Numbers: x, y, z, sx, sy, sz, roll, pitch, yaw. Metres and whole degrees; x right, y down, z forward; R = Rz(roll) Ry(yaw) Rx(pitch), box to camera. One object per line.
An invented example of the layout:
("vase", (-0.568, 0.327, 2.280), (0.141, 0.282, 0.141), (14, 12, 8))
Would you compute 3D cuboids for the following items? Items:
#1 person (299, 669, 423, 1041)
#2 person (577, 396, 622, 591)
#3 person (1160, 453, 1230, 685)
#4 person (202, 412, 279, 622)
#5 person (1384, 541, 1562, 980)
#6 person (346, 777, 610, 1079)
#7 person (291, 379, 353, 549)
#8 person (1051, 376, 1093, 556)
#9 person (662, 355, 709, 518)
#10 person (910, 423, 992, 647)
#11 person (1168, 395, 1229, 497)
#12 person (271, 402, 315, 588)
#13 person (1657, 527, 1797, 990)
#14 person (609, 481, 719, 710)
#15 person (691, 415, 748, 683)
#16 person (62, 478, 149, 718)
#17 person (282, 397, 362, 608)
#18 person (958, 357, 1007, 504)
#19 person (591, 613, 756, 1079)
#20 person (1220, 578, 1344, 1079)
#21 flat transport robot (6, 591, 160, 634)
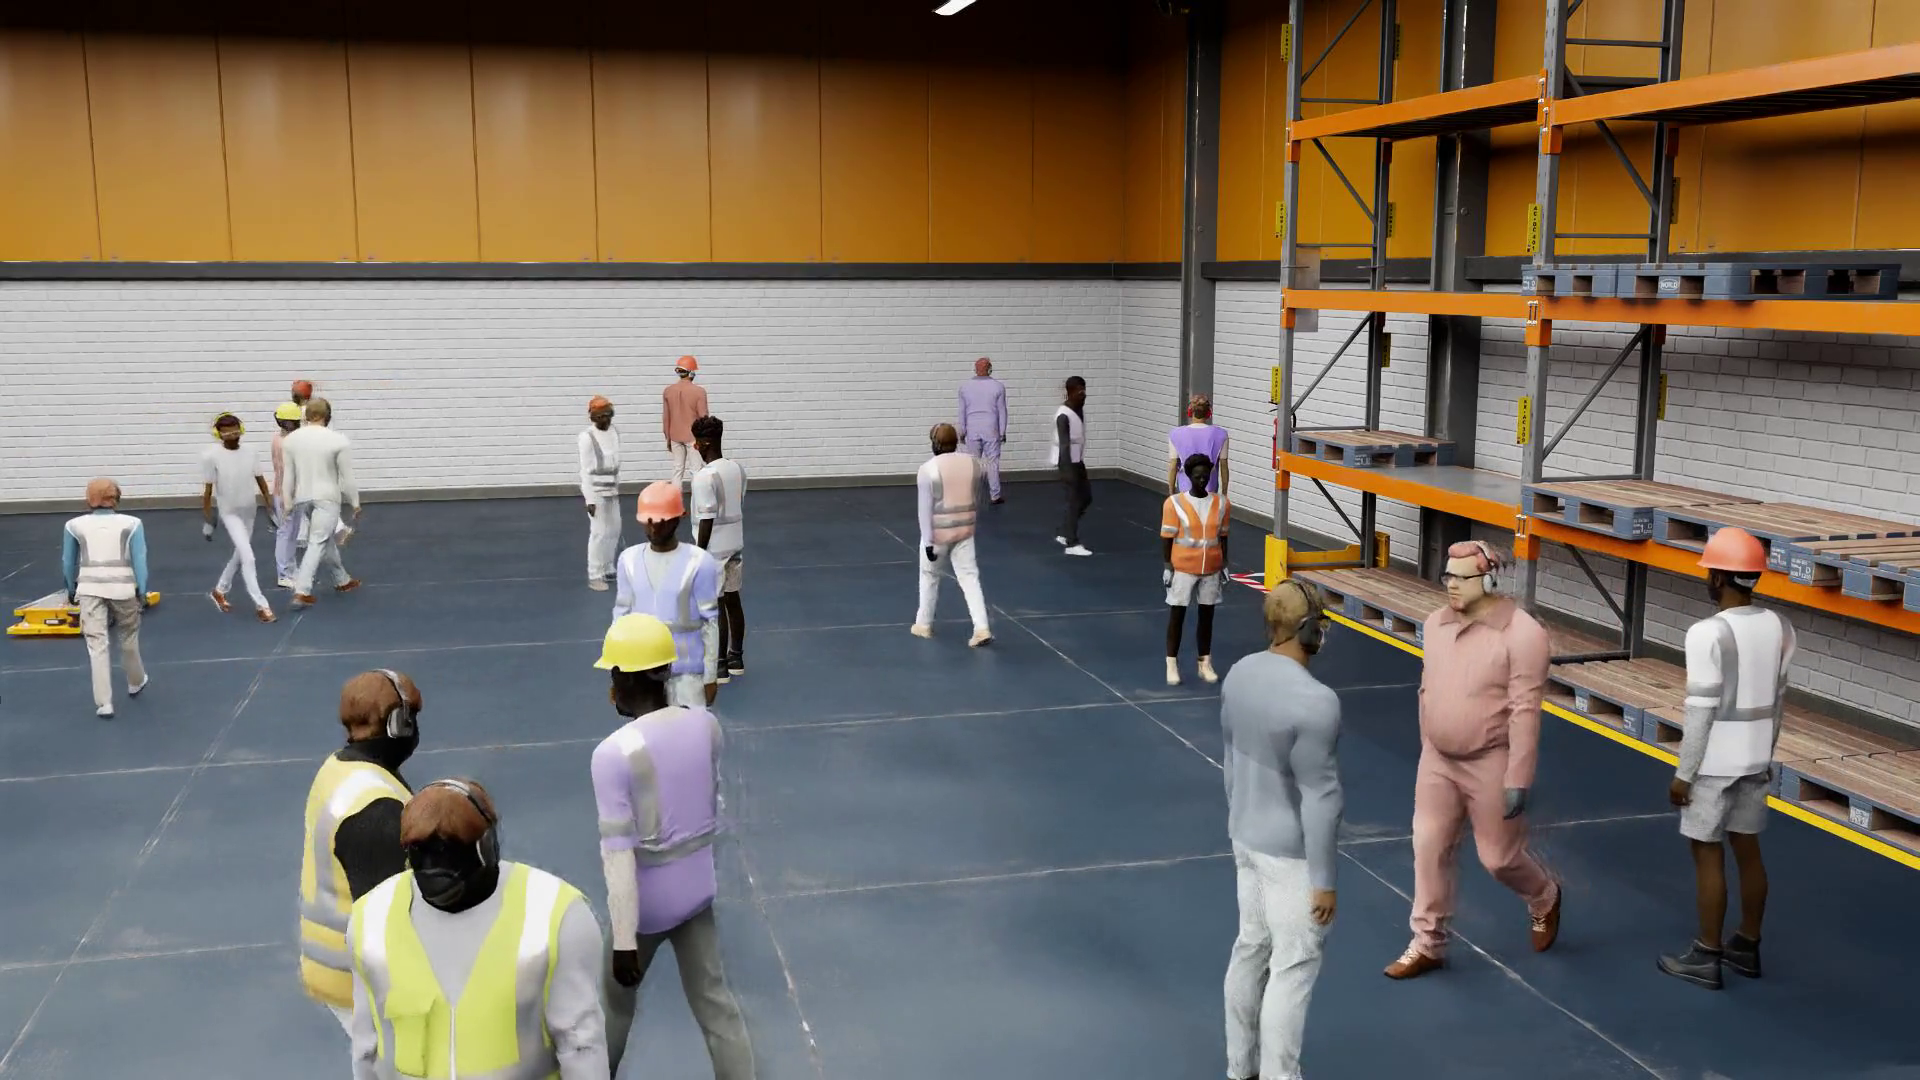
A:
("person", (-1.729, 1.298, 4.981), (0.448, 1.808, 0.680), (-4, 10, -24))
("person", (-3.384, -0.443, 15.665), (0.439, 1.854, 0.643), (4, 10, 24))
("person", (1.714, 0.210, 12.082), (0.540, 1.695, 0.317), (-2, 9, -14))
("person", (-6.278, -0.222, 14.419), (0.951, 1.813, 0.555), (6, 11, 35))
("person", (2.232, 0.924, 7.071), (0.820, 1.880, 0.657), (-6, 11, -35))
("person", (-1.152, 1.459, 3.952), (0.642, 1.791, 0.942), (-1, 9, -4))
("person", (-6.984, -0.808, 17.962), (0.860, 1.857, 0.584), (2, 9, 11))
("person", (1.208, -0.792, 17.671), (0.463, 1.907, 0.658), (4, 10, 22))
("person", (-3.310, -1.241, 20.209), (0.612, 1.995, 0.392), (4, 10, 21))
("person", (-0.068, -0.042, 13.383), (0.617, 1.808, 0.959), (-5, 10, -27))
("person", (2.246, -0.440, 15.683), (0.570, 1.841, 0.380), (1, 9, 4))
("person", (-6.373, -0.432, 15.876), (0.326, 1.765, 0.533), (-1, 9, -3))
("person", (3.199, 0.907, 6.983), (0.551, 1.935, 0.373), (-4, 10, -24))
("person", (-1.522, 0.650, 8.597), (0.553, 1.935, 0.372), (2, 9, 14))
("person", (-1.785, 0.066, 12.166), (0.381, 1.958, 0.602), (3, 10, 20))
("person", (-5.830, 0.368, 11.377), (0.536, 1.588, 0.861), (-3, 10, -20))
("person", (-5.790, -0.353, 15.045), (0.635, 1.882, 1.100), (2, 9, 14))
("person", (0.306, -1.410, 21.535), (0.641, 1.910, 0.401), (2, 9, 15))
("person", (-1.028, 1.164, 5.564), (0.984, 1.871, 0.611), (6, 11, 32))
("person", (1.141, 1.108, 5.842), (0.352, 1.922, 0.752), (-3, 10, -19))
("flat transport robot", (-7.488, 0.572, 14.254), (0.652, 0.197, 1.431), (-1, 9, -4))
